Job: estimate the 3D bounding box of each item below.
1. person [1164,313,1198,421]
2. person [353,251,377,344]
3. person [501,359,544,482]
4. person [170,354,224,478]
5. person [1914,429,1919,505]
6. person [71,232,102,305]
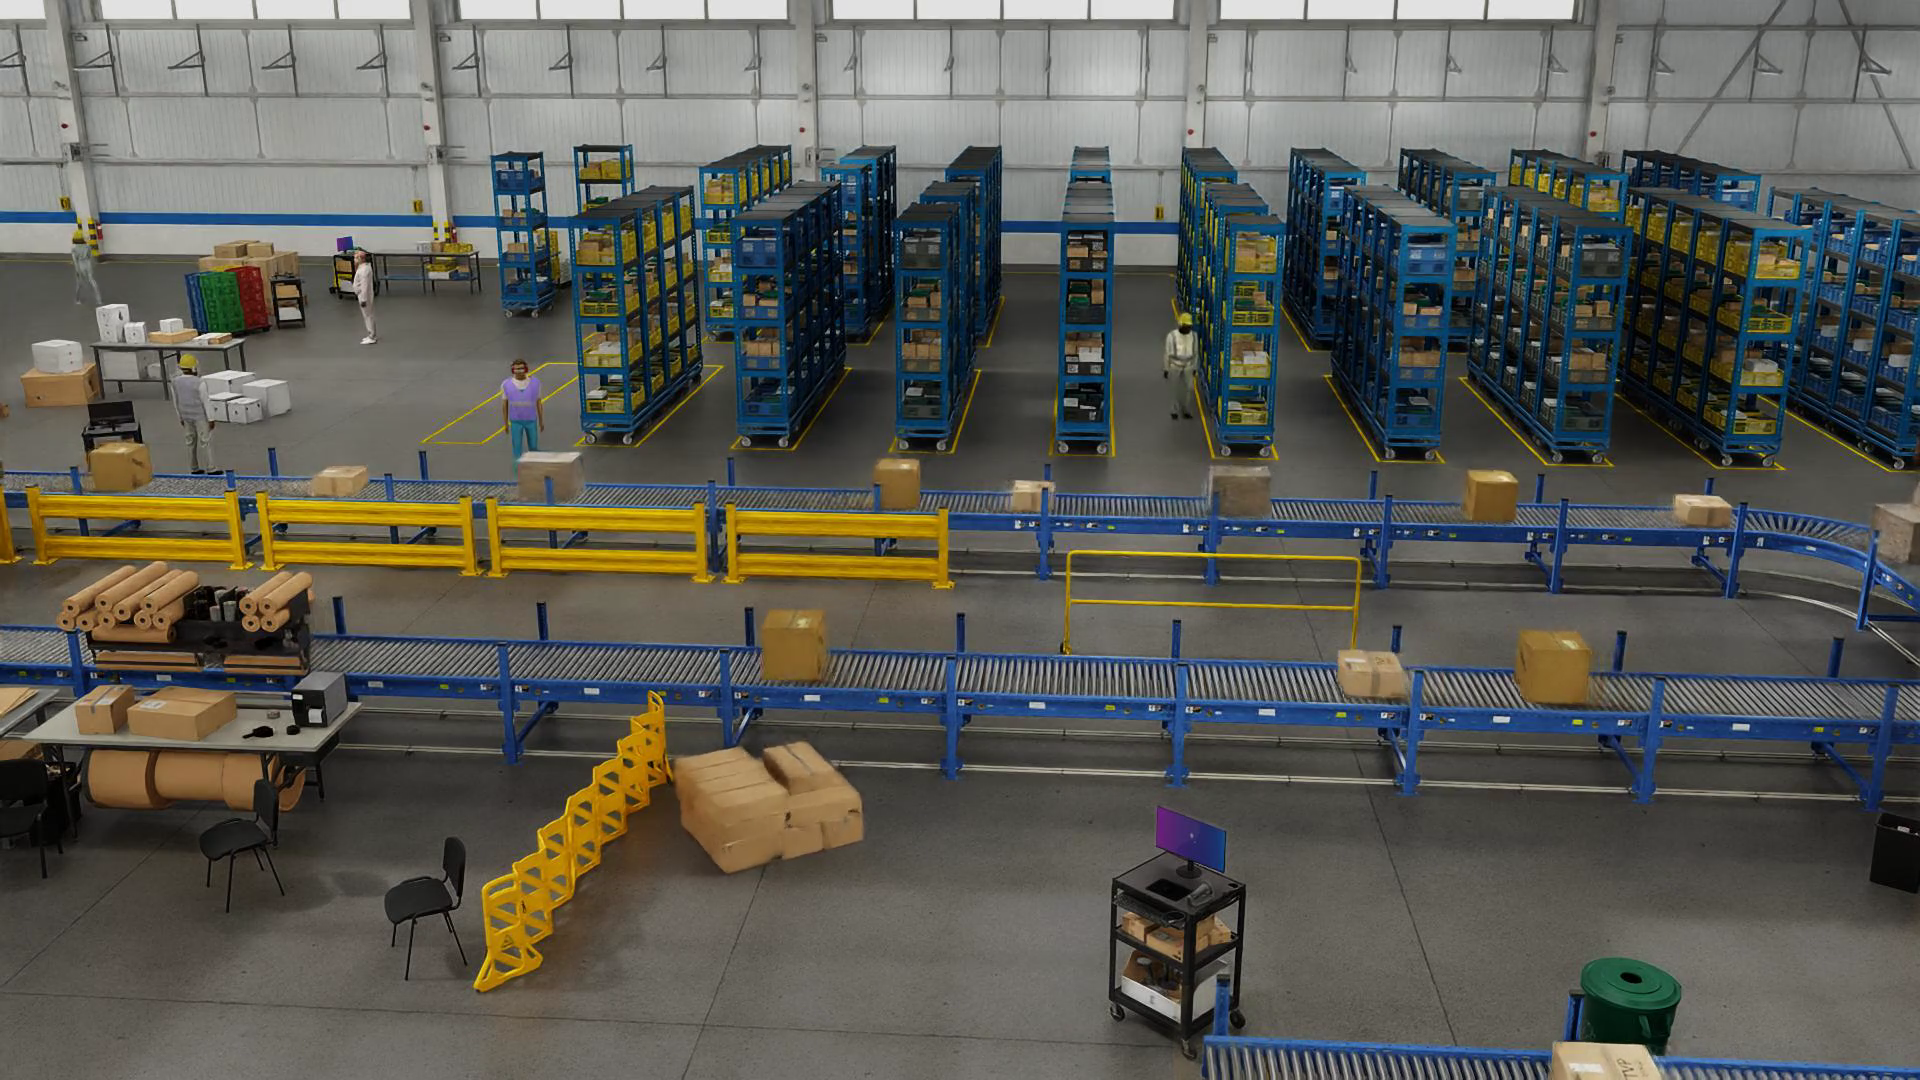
[{"bbox_3d":[3.693,-2.865,27.700,0.650,1.809,0.570,-4,18,-11],"label":"person"},{"bbox_3d":[-12.301,-5.009,34.334,0.407,1.906,0.655,-3,18,-11],"label":"person"},{"bbox_3d":[-6.290,-1.715,23.979,0.565,1.846,0.388,-5,18,-17],"label":"person"},{"bbox_3d":[-11.146,-1.806,24.285,0.586,1.837,0.403,4,18,13],"label":"person"},{"bbox_3d":[12.924,-1.135,21.898,0.616,1.993,0.386,10,20,30],"label":"person"},{"bbox_3d":[-20.517,-6.355,38.952,0.916,1.693,0.501,12,21,33],"label":"person"}]
